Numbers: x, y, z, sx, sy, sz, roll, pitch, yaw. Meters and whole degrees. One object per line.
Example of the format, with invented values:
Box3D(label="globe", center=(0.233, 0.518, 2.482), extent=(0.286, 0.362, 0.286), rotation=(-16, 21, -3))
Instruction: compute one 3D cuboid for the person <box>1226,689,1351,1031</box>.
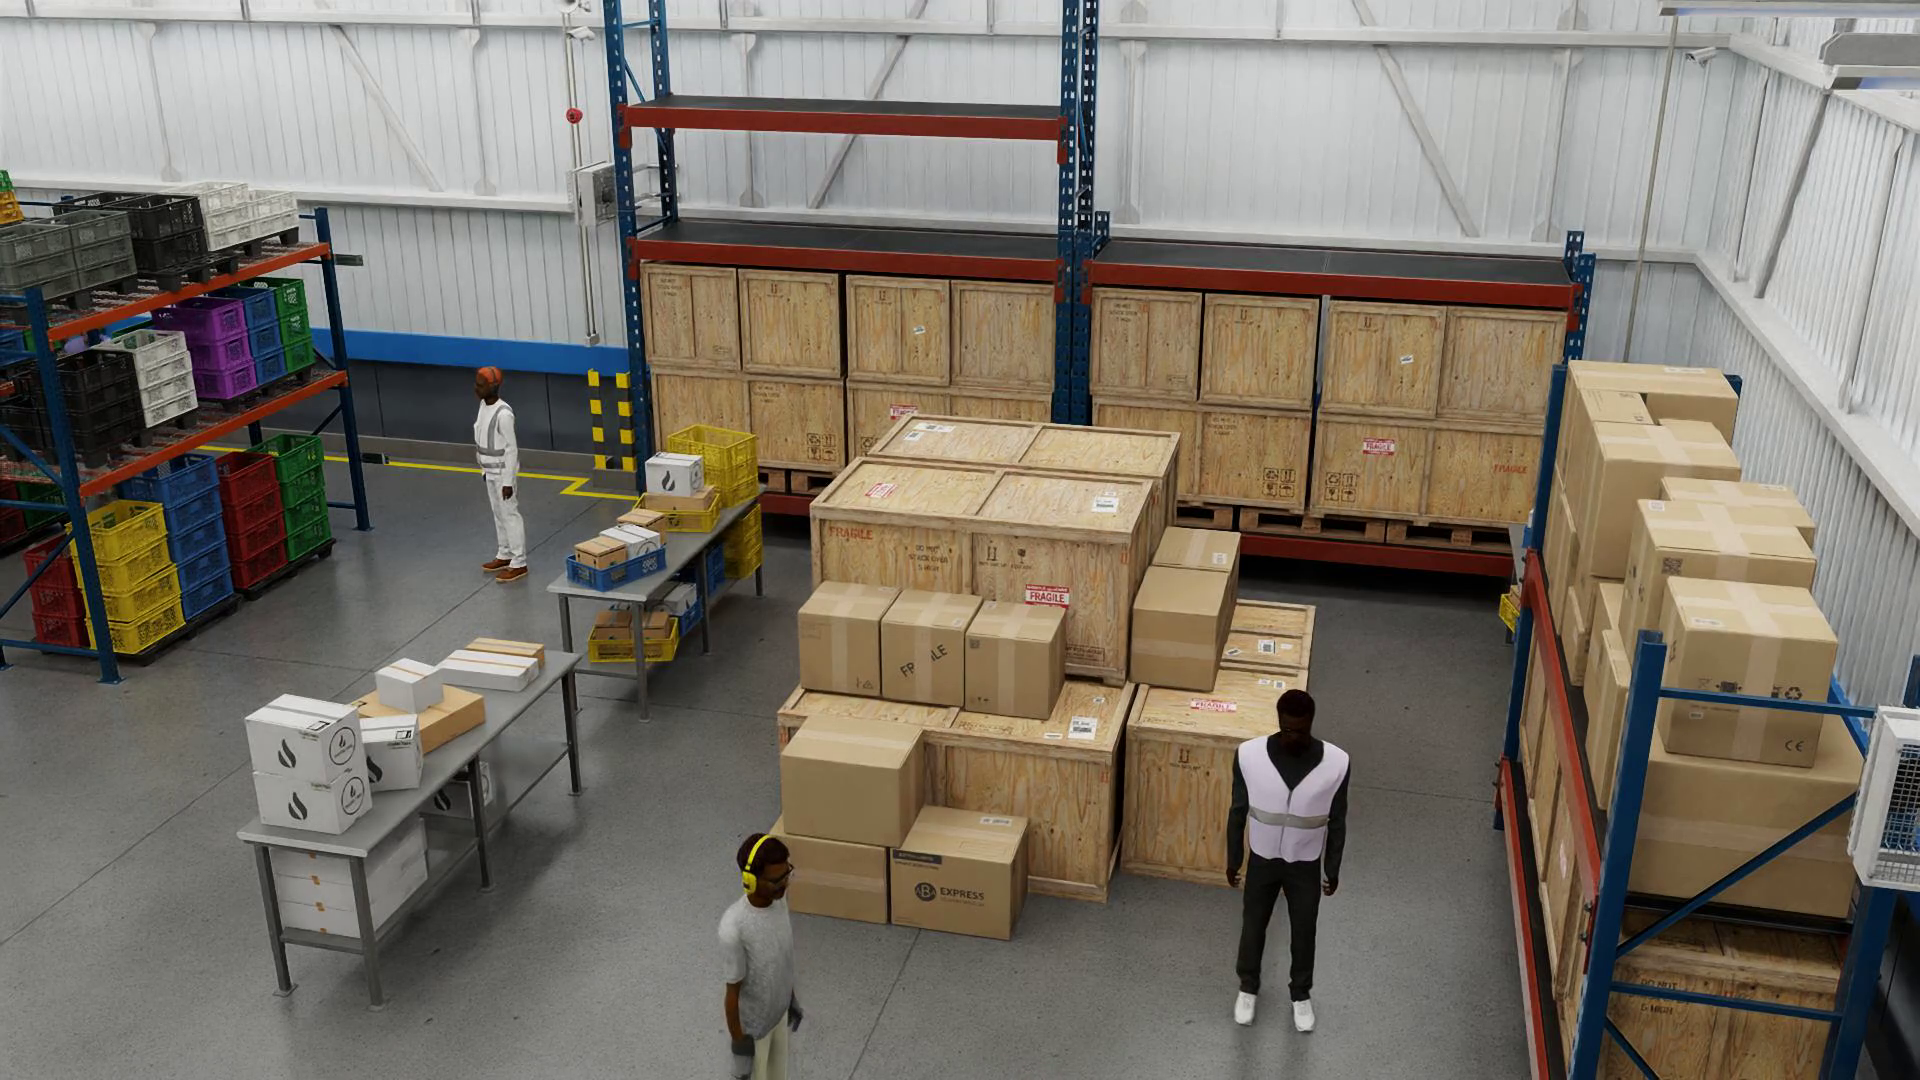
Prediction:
Box3D(label="person", center=(1.657, 1.612, 8.515), extent=(0.592, 1.911, 0.383), rotation=(4, 21, 10))

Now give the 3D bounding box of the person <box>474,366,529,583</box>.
Box3D(label="person", center=(-3.961, -0.573, 14.262), extent=(0.352, 1.884, 0.580), rotation=(-14, 25, -33))

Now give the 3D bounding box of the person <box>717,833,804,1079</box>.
Box3D(label="person", center=(-0.851, 2.105, 7.284), extent=(0.309, 1.864, 0.535), rotation=(8, 22, 21))

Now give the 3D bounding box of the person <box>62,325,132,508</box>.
Box3D(label="person", center=(-8.249, -1.261, 16.049), extent=(0.654, 1.892, 0.823), rotation=(-3, 21, -8))
